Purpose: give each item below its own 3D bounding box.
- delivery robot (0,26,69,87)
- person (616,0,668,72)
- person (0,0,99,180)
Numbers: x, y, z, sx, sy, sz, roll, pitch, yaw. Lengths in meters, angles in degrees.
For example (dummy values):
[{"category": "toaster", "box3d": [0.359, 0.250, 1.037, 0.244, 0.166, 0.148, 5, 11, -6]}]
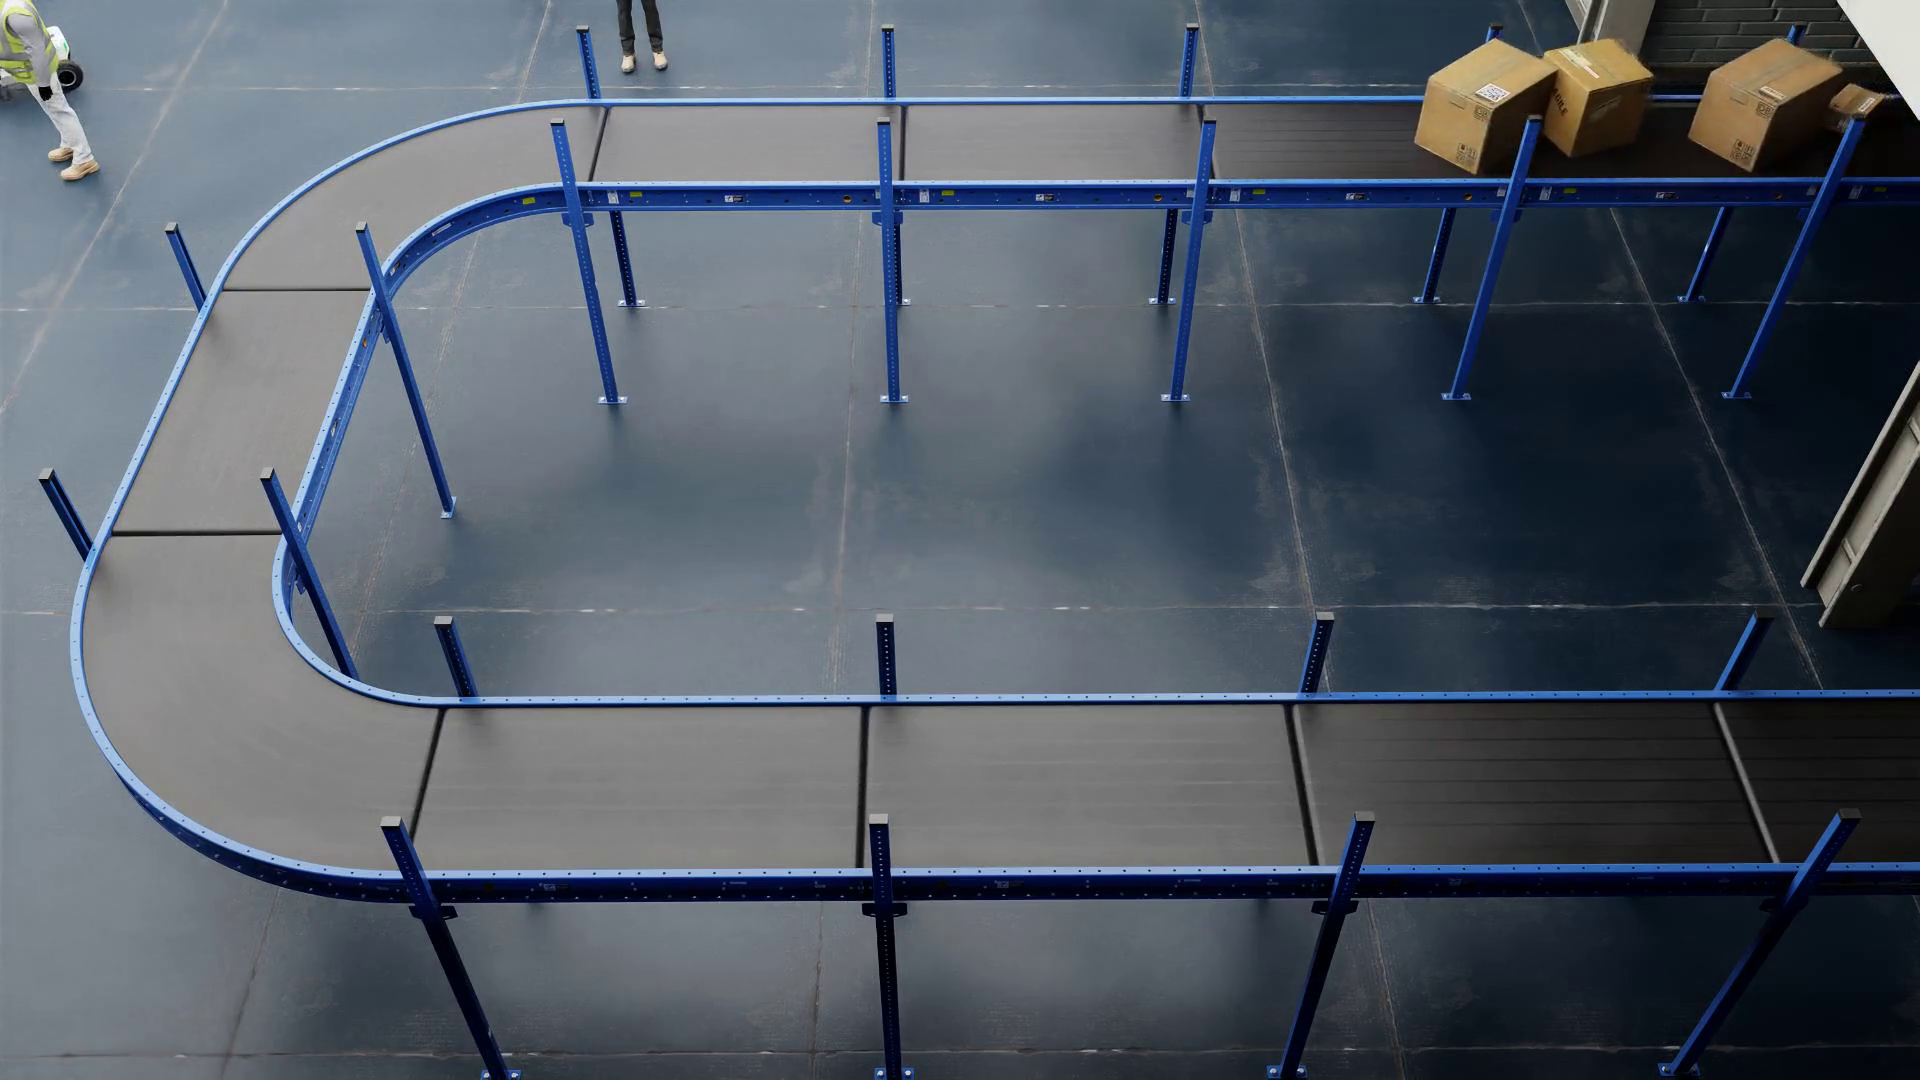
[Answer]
[{"category": "delivery robot", "box3d": [-8.032, -4.160, 14.731, 0.707, 0.478, 0.477, -27, 53, -22]}, {"category": "person", "box3d": [-2.784, -4.856, 14.548, 0.507, 1.846, 0.343, -7, 47, -6]}, {"category": "person", "box3d": [-7.280, -3.702, 13.475, 0.429, 1.839, 0.633, -27, 53, -23]}]
